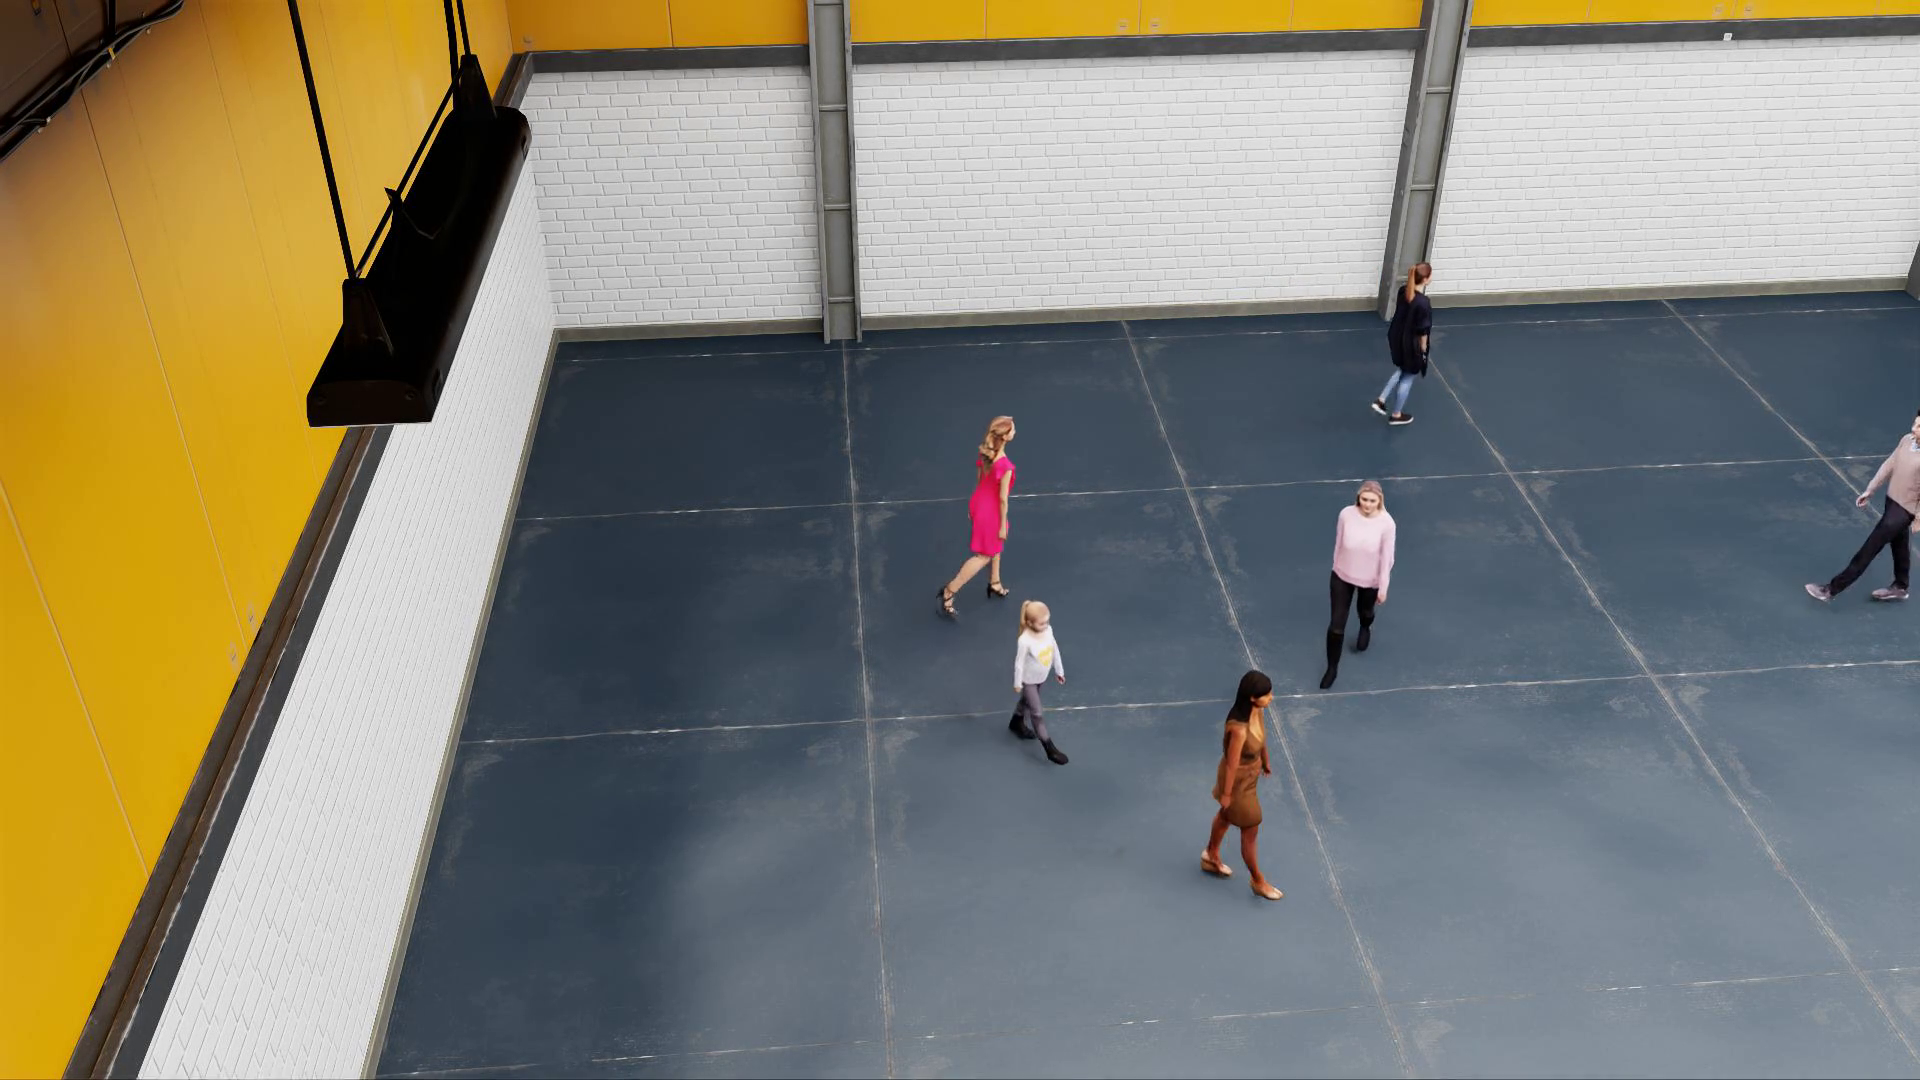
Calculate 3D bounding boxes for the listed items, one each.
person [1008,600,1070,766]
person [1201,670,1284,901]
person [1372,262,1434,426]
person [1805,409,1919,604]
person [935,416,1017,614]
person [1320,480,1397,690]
[{"bbox_3d":[0.474,0.937,11.761,0.886,1.251,0.849,27,42,34],"label":"person"},{"bbox_3d":[1.696,1.505,10.526,0.918,1.672,0.802,14,36,20],"label":"person"},{"bbox_3d":[4.104,-1.806,15.506,0.807,1.673,0.734,-11,35,-16],"label":"person"},{"bbox_3d":[7.468,-0.243,13.073,1.163,1.763,0.686,0,34,0],"label":"person"},{"bbox_3d":[0.143,-0.175,13.040,0.969,1.686,0.747,-11,35,-16],"label":"person"},{"bbox_3d":[3.015,0.246,12.441,1.135,1.649,1.038,14,36,20],"label":"person"}]
